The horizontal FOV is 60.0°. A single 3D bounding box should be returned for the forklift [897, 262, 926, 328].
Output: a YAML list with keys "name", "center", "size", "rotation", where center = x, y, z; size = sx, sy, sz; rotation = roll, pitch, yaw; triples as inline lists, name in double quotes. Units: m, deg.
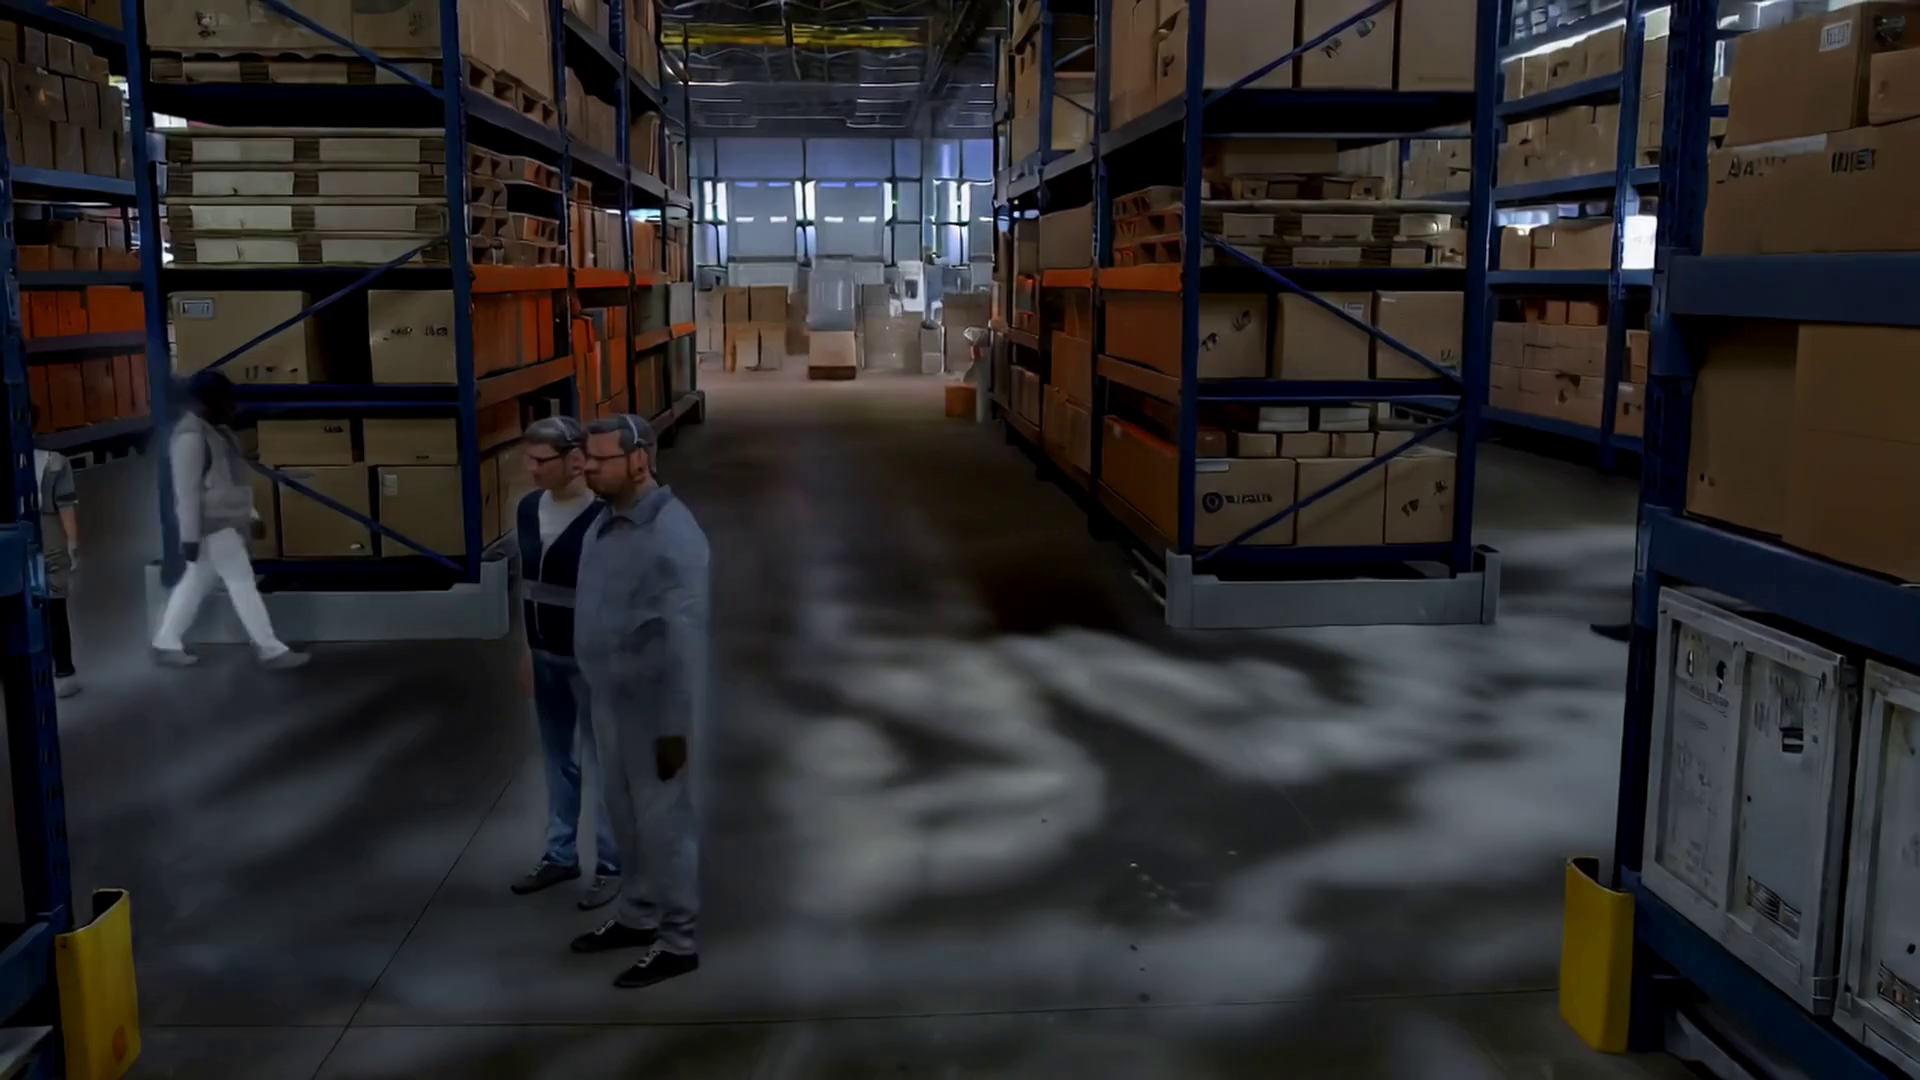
- name: "forklift"
  center: [-1.780, -8.547, 59.499]
  size: [1.129, 2.768, 1.873]
  rotation: [-1, 9, -4]

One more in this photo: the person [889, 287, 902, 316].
- name: "person"
  center: [-2.306, -7.827, 57.965]
  size: [0.636, 1.931, 0.377]
  rotation: [3, 10, 19]

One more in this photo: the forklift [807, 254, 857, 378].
- name: "forklift"
  center: [-2.942, -5.145, 38.138]
  size: [1.129, 2.768, 1.873]
  rotation: [-1, 9, -4]

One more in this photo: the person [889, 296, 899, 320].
- name: "person"
  center: [-2.304, -7.538, 57.010]
  size: [0.857, 1.652, 0.535]
  rotation: [3, 9, 16]

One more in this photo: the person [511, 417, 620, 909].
- name: "person"
  center: [-1.434, 0.450, 6.264]
  size: [0.563, 1.838, 0.390]
  rotation: [6, 11, 31]

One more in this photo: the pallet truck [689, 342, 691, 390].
- name: "pallet truck"
  center: [-5.225, -3.008, 27.480]
  size: [1.885, 1.965, 0.823]
  rotation: [2, 9, 14]

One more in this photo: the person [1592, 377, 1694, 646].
- name: "person"
  center: [4.528, -0.206, 10.320]
  size: [0.982, 1.855, 0.662]
  rotation: [0, 9, -3]

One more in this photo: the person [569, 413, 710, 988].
- name: "person"
  center: [-1.089, 0.527, 5.579]
  size: [0.400, 1.905, 0.692]
  rotation: [-7, 11, -37]

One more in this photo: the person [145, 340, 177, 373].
- name: "person"
  center: [-13.948, -3.109, 29.068]
  size: [0.531, 1.692, 0.320]
  rotation: [1, 9, 6]

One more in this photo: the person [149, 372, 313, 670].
- name: "person"
  center: [-4.417, -0.099, 9.868]
  size: [0.956, 1.801, 0.633]
  rotation: [-2, 9, -11]

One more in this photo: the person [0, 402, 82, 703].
- name: "person"
  center: [-5.150, 0.059, 9.190]
  size: [0.535, 1.691, 0.317]
  rotation: [-4, 10, -24]
